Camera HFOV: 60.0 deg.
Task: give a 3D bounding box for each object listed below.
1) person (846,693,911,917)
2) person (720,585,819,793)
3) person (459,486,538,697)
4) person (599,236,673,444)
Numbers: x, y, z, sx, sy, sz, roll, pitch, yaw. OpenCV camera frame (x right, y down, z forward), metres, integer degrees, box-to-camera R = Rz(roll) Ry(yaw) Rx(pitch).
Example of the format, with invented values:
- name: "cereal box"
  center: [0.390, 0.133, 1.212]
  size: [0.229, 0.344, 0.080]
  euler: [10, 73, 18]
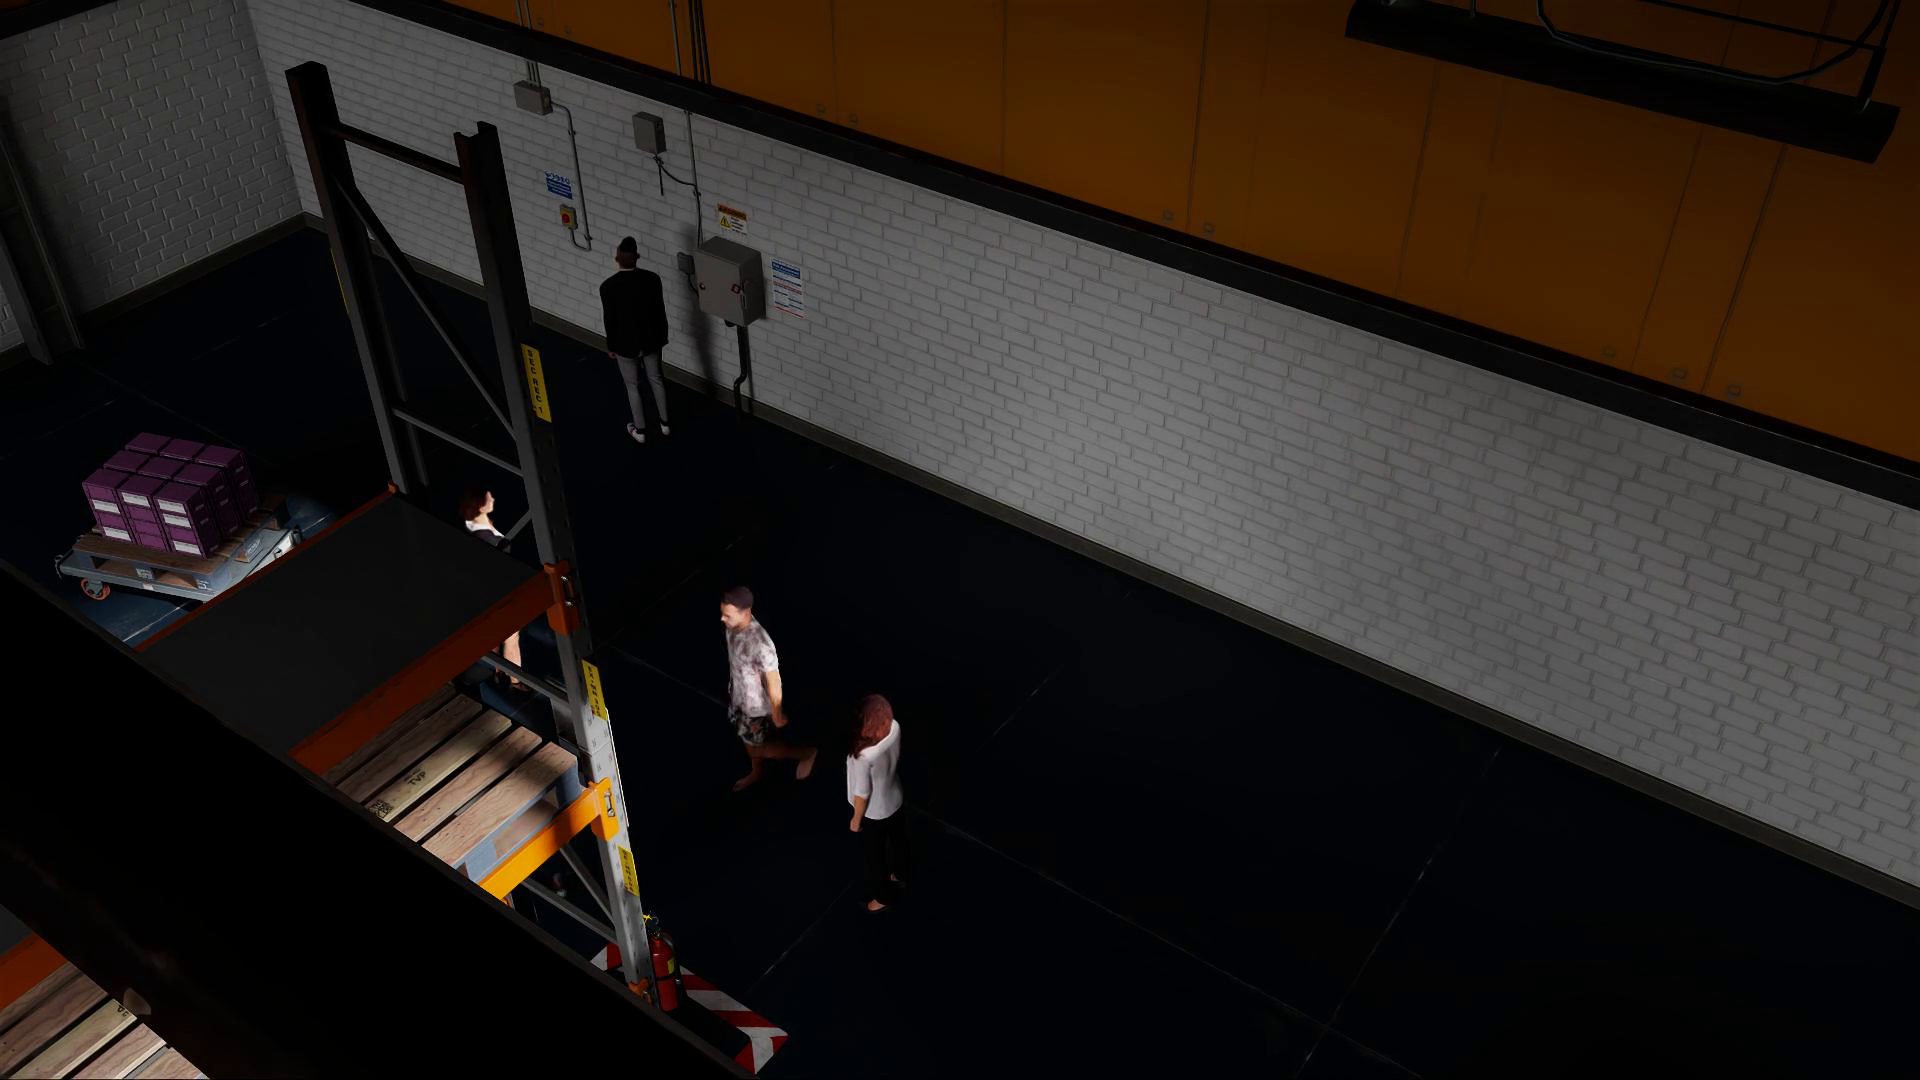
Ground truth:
- name: "person"
  center: [-0.480, 1.611, 10.098]
  size: [0.678, 1.794, 0.460]
  euler: [21, 43, 24]
- name: "person"
  center: [-1.252, 0.963, 10.909]
  size: [0.961, 1.795, 0.886]
  euler: [-18, 42, -21]
- name: "person"
  center: [-3.253, 0.364, 11.658]
  size: [0.560, 1.795, 0.616]
  euler: [-32, 48, -33]
- name: "person"
  center: [-2.740, -1.722, 14.147]
  size: [0.710, 1.950, 0.857]
  euler: [-18, 42, -21]
